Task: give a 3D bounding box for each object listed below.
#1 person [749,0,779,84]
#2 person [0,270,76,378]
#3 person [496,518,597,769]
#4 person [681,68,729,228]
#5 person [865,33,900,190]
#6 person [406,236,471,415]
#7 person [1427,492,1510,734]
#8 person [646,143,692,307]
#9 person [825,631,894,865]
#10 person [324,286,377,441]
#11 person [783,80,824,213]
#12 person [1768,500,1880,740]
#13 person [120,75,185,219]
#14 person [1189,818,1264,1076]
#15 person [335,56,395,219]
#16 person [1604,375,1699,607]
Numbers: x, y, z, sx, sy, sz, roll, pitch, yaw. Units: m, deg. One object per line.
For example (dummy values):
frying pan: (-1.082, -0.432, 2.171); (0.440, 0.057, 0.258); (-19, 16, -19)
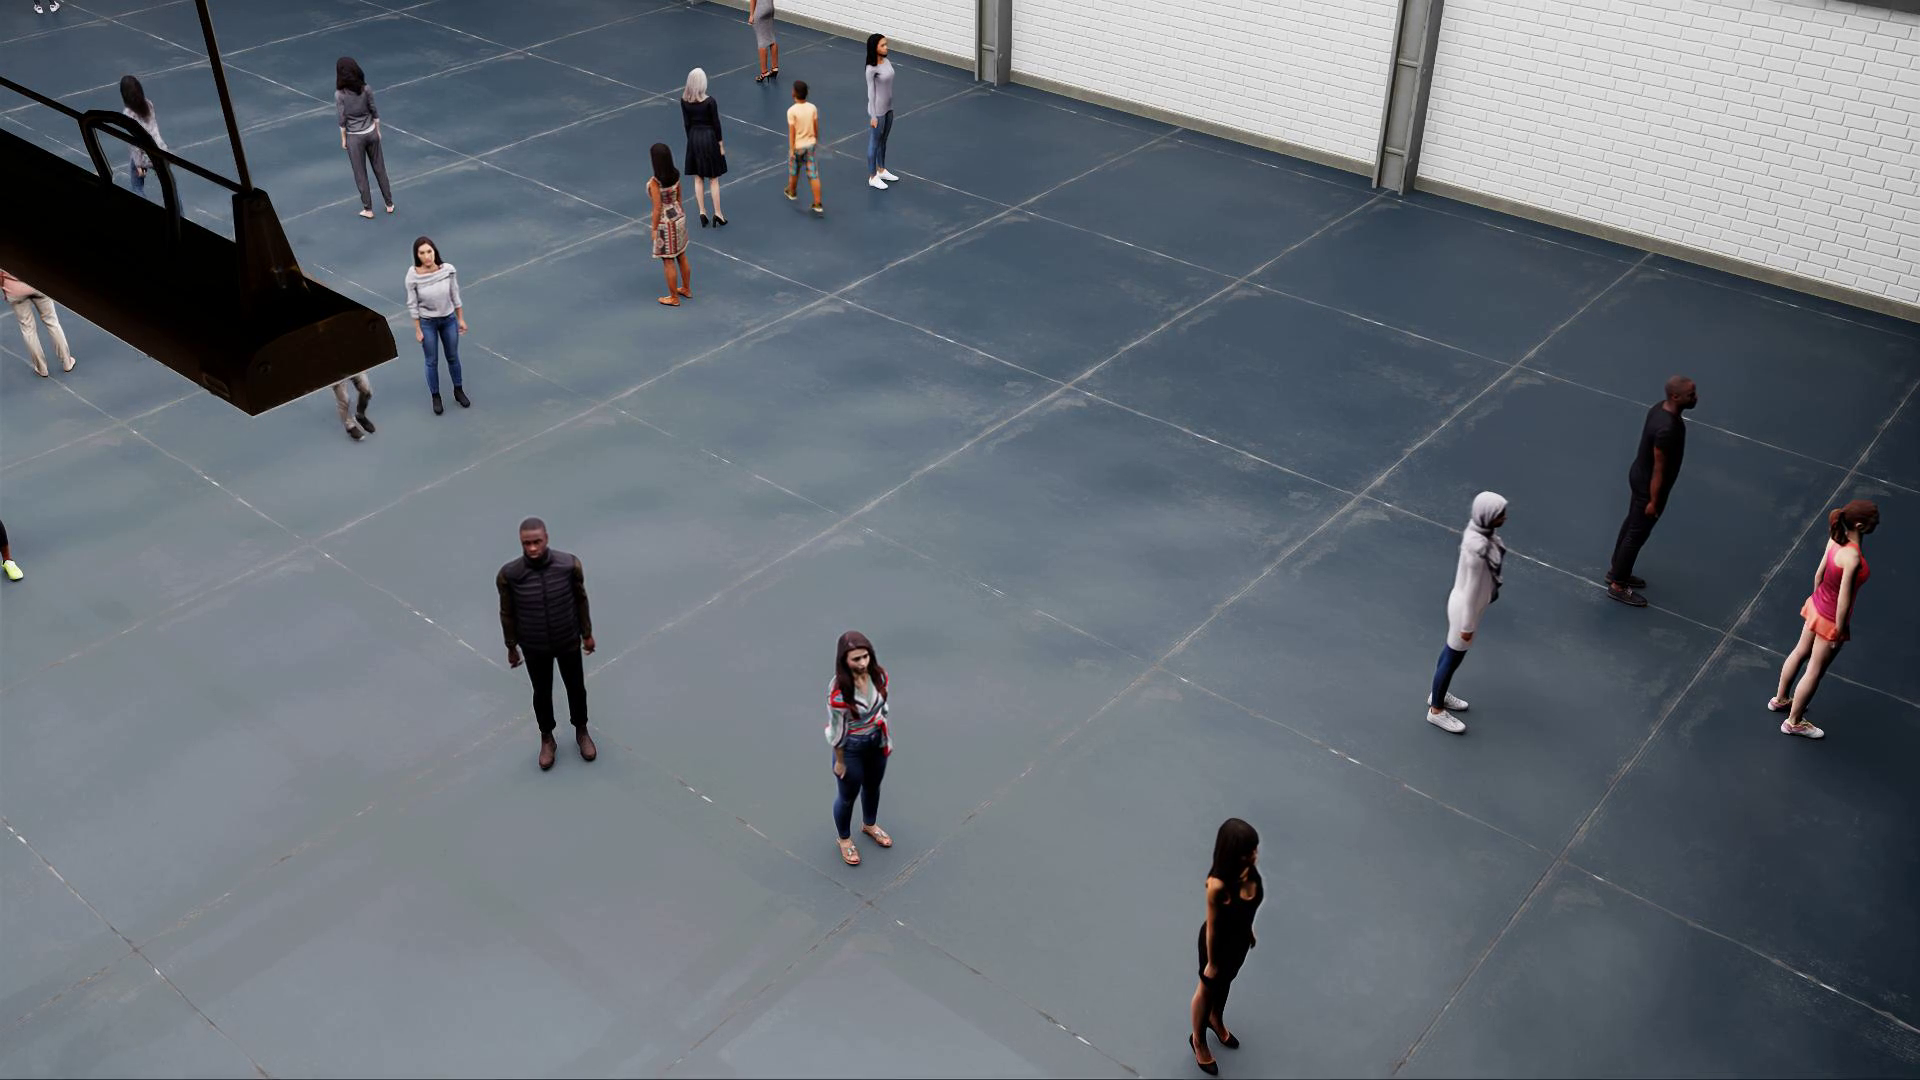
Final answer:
person: (-2.610, -6.993, 22.082); (0.502, 1.781, 0.580); (24, 41, 32)
person: (-8.474, -2.306, 15.082); (0.664, 1.725, 0.635); (-18, 38, -25)
person: (-2.592, 0.638, 10.553); (0.780, 1.835, 0.771); (-10, 35, -15)
person: (-2.757, -4.233, 17.962); (0.639, 1.747, 0.745); (8, 34, 12)
person: (-0.924, -4.914, 18.995); (0.607, 1.736, 0.658); (15, 36, 21)
person: (-4.577, -1.899, 14.552); (0.664, 1.633, 0.624); (-18, 37, -24)
person: (3.317, 0.447, 10.894); (0.640, 1.775, 0.677); (13, 36, 19)
person: (-2.871, -3.117, 16.374); (0.596, 1.645, 0.691); (17, 37, 23)
person: (-0.596, 1.212, 9.891); (0.634, 1.612, 0.565); (-24, 41, -32)
person: (-5.299, -1.524, 14.174); (0.508, 1.428, 0.541); (26, 42, 33)
person: (-1.697, -4.313, 18.373); (0.775, 1.425, 1.062); (-18, 37, -24)
person: (5.658, 0.491, 10.848); (0.717, 1.754, 0.670); (2, 34, 3)
person: (-8.566, -4.072, 17.764); (0.946, 1.697, 0.773); (13, 36, 19)
person: (1.359, 2.067, 8.571); (0.465, 1.650, 0.550); (26, 41, 33)
person: (-6.551, -4.411, 18.213); (0.641, 1.764, 0.577); (-24, 40, -31)
person: (5.023, -0.386, 12.108); (0.691, 1.819, 0.734); (12, 35, 17)
